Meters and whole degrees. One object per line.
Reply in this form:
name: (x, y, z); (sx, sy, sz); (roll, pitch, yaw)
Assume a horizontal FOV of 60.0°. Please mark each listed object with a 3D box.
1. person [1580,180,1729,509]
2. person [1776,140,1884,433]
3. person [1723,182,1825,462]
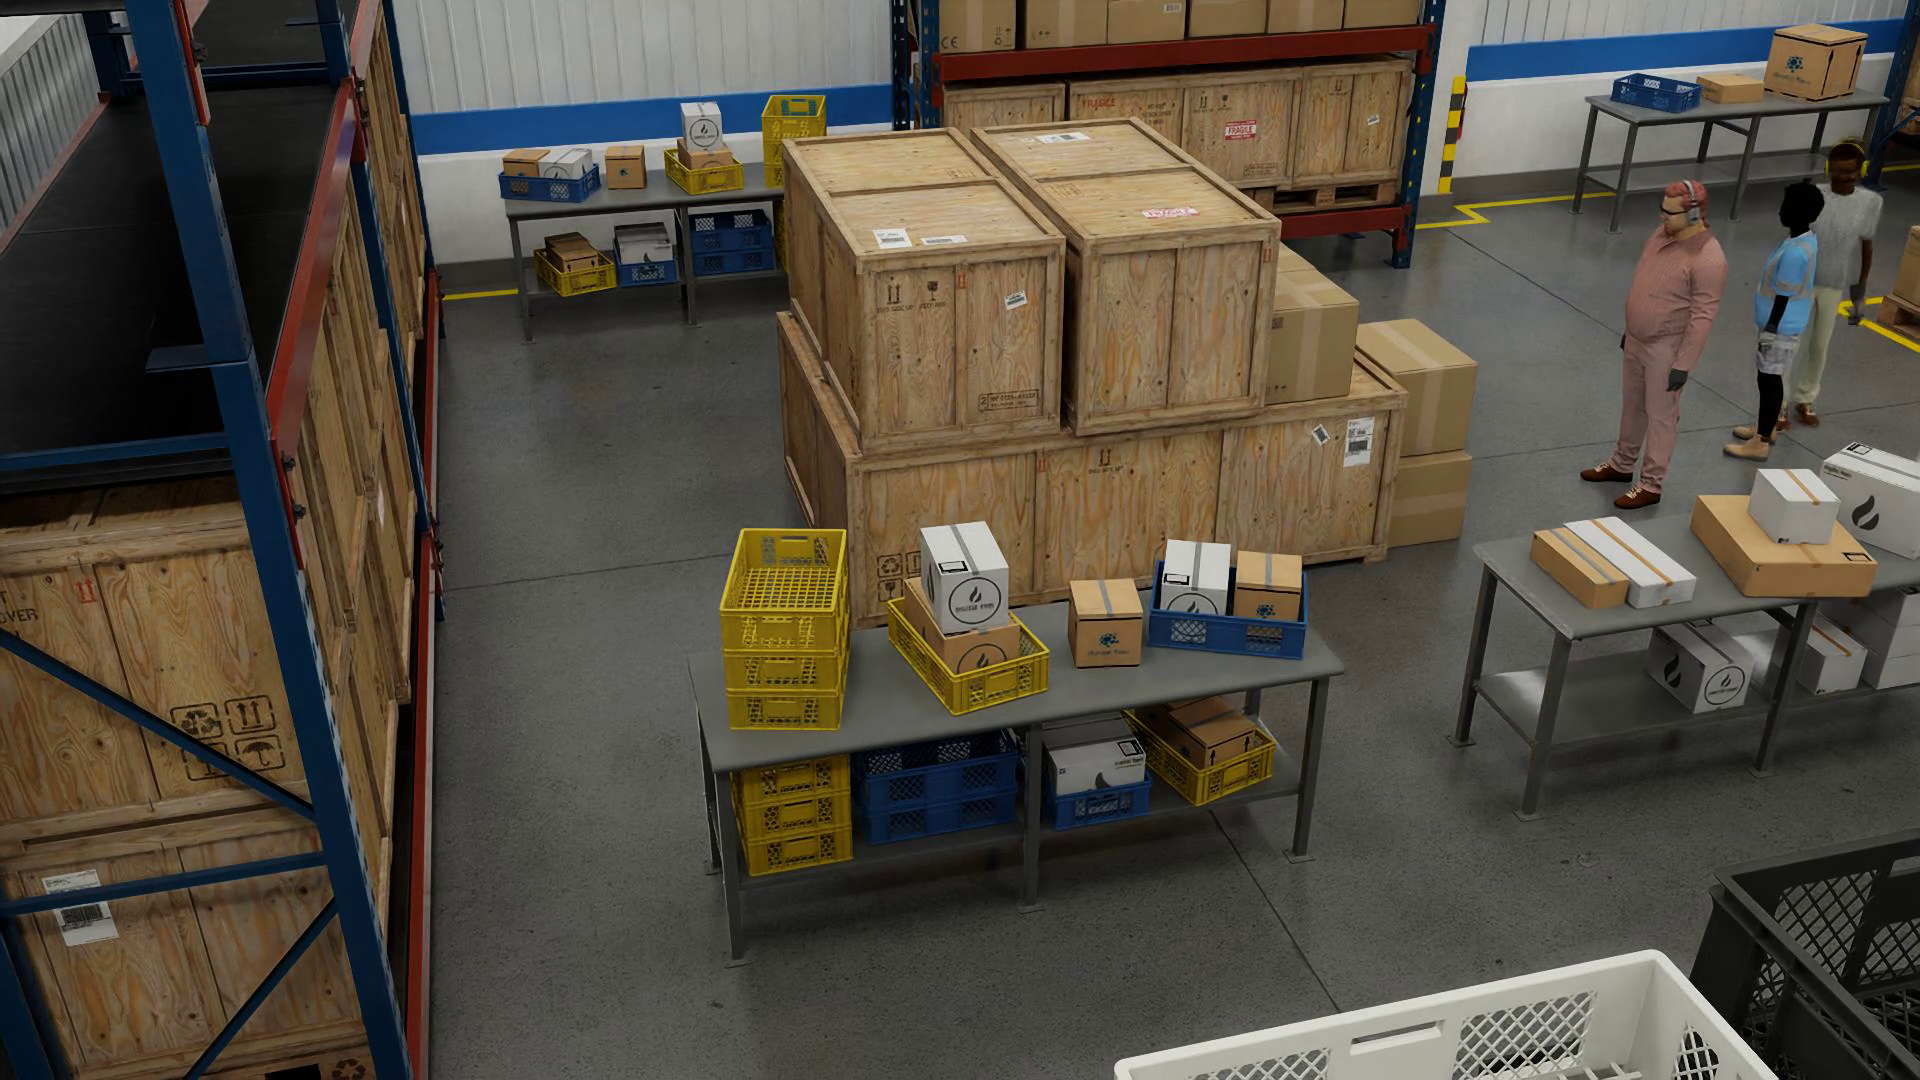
person: (3.939, -1.104, 9.416); (0.407, 1.902, 0.639); (-5, 29, -9)
person: (5.327, -1.559, 10.313); (0.537, 1.837, 0.495); (10, 30, 17)
person: (4.929, -1.315, 10.021); (0.319, 1.687, 0.534); (14, 32, 24)
